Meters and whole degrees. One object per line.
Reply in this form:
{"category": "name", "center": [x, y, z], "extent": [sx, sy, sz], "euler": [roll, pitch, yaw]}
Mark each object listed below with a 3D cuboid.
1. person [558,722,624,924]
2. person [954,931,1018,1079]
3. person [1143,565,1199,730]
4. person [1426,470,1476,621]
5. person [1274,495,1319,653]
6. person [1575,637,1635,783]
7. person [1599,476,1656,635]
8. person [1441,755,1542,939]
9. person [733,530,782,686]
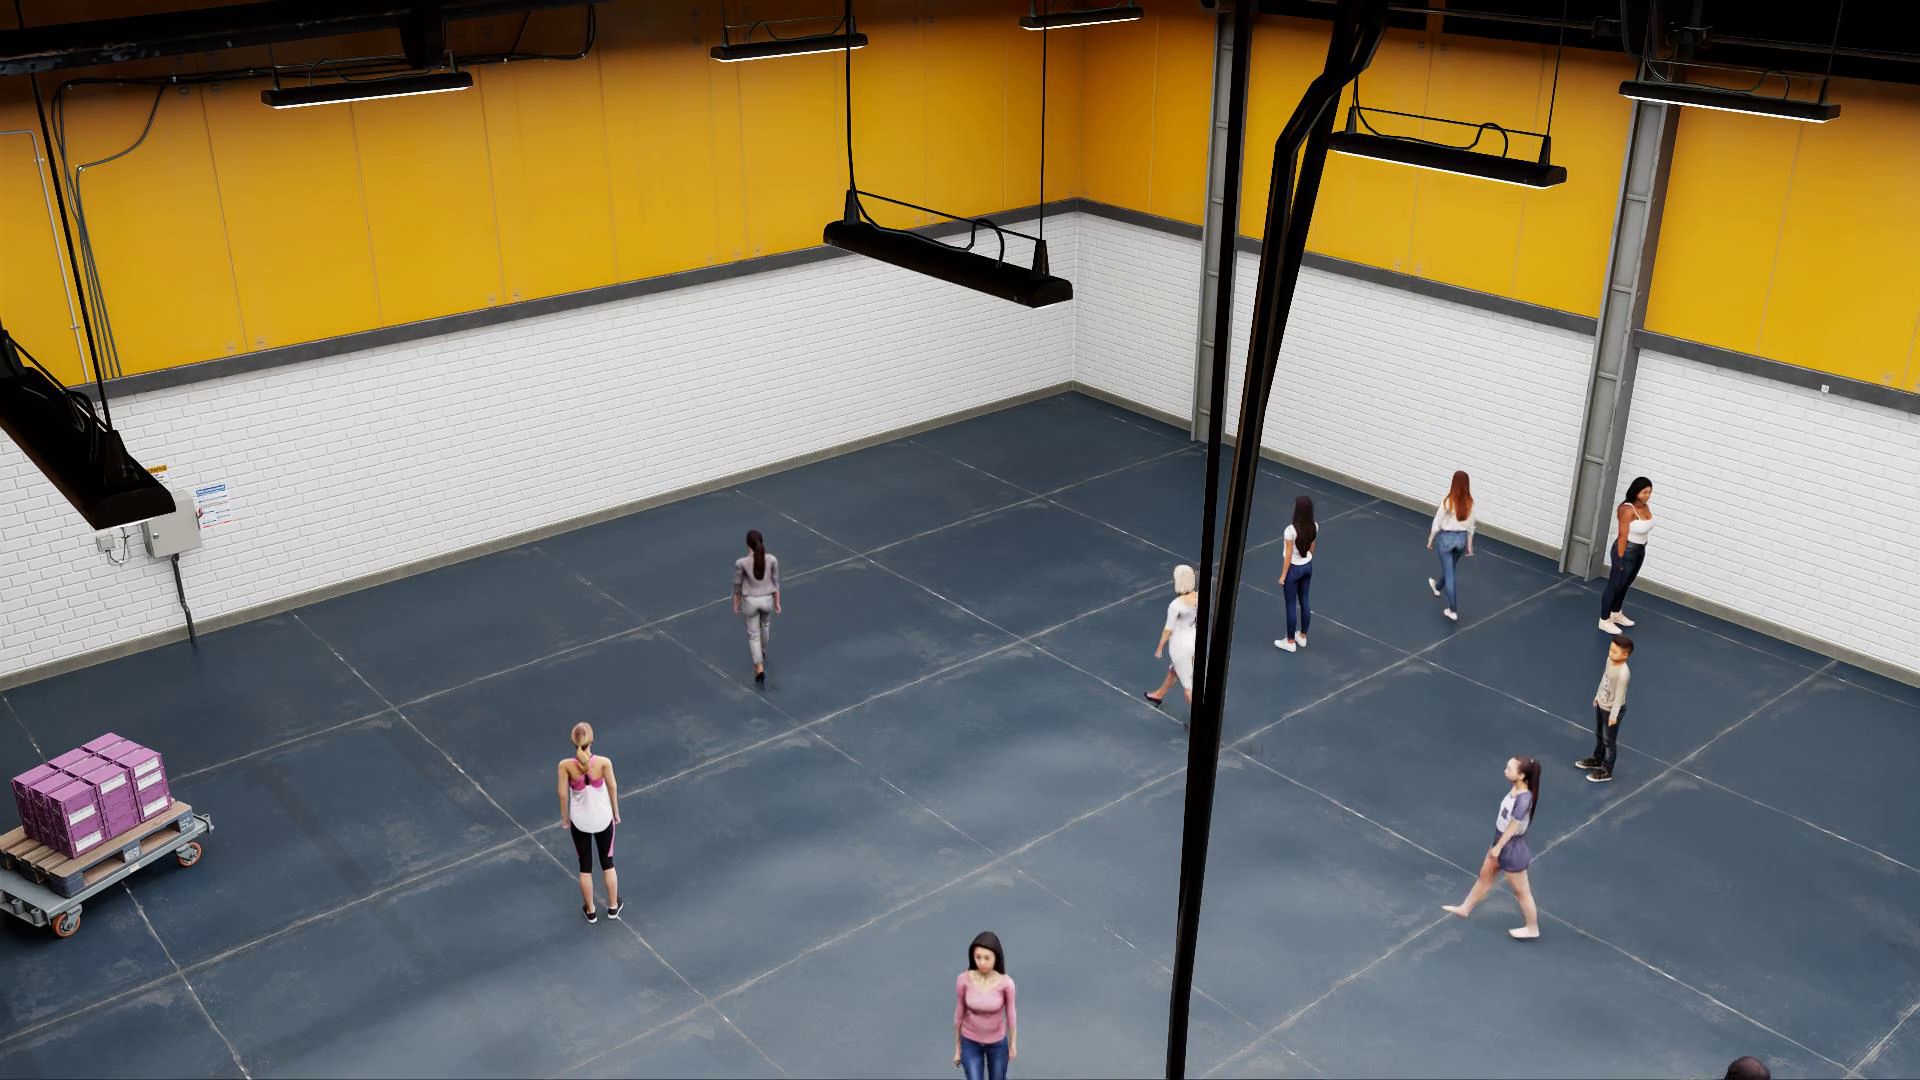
{"category": "person", "center": [-2.989, 2.283, 13.465], "extent": [0.691, 1.786, 0.680], "euler": [-5, 24, -11]}
{"category": "person", "center": [0.181, 3.332, 11.139], "extent": [0.896, 1.729, 0.926], "euler": [4, 24, 10]}
{"category": "person", "center": [2.247, 1.102, 16.269], "extent": [0.641, 1.705, 1.059], "euler": [-22, 32, -40]}
{"category": "person", "center": [5.544, 0.086, 18.617], "extent": [0.974, 1.686, 1.179], "euler": [-4, 24, -8]}
{"category": "person", "center": [3.644, 0.351, 17.901], "extent": [0.613, 1.775, 0.535], "euler": [-15, 28, -31]}
{"category": "person", "center": [6.088, 1.556, 15.532], "extent": [0.697, 1.464, 0.627], "euler": [0, 24, 0]}
{"category": "person", "center": [7.349, 0.138, 18.346], "extent": [0.626, 1.807, 0.586], "euler": [-20, 30, -38]}
{"category": "person", "center": [4.490, 2.475, 13.243], "extent": [1.085, 1.613, 0.976], "euler": [4, 24, 9]}
{"category": "person", "center": [-2.095, 0.720, 17.223], "extent": [0.853, 1.640, 1.099], "euler": [-8, 25, -18]}
